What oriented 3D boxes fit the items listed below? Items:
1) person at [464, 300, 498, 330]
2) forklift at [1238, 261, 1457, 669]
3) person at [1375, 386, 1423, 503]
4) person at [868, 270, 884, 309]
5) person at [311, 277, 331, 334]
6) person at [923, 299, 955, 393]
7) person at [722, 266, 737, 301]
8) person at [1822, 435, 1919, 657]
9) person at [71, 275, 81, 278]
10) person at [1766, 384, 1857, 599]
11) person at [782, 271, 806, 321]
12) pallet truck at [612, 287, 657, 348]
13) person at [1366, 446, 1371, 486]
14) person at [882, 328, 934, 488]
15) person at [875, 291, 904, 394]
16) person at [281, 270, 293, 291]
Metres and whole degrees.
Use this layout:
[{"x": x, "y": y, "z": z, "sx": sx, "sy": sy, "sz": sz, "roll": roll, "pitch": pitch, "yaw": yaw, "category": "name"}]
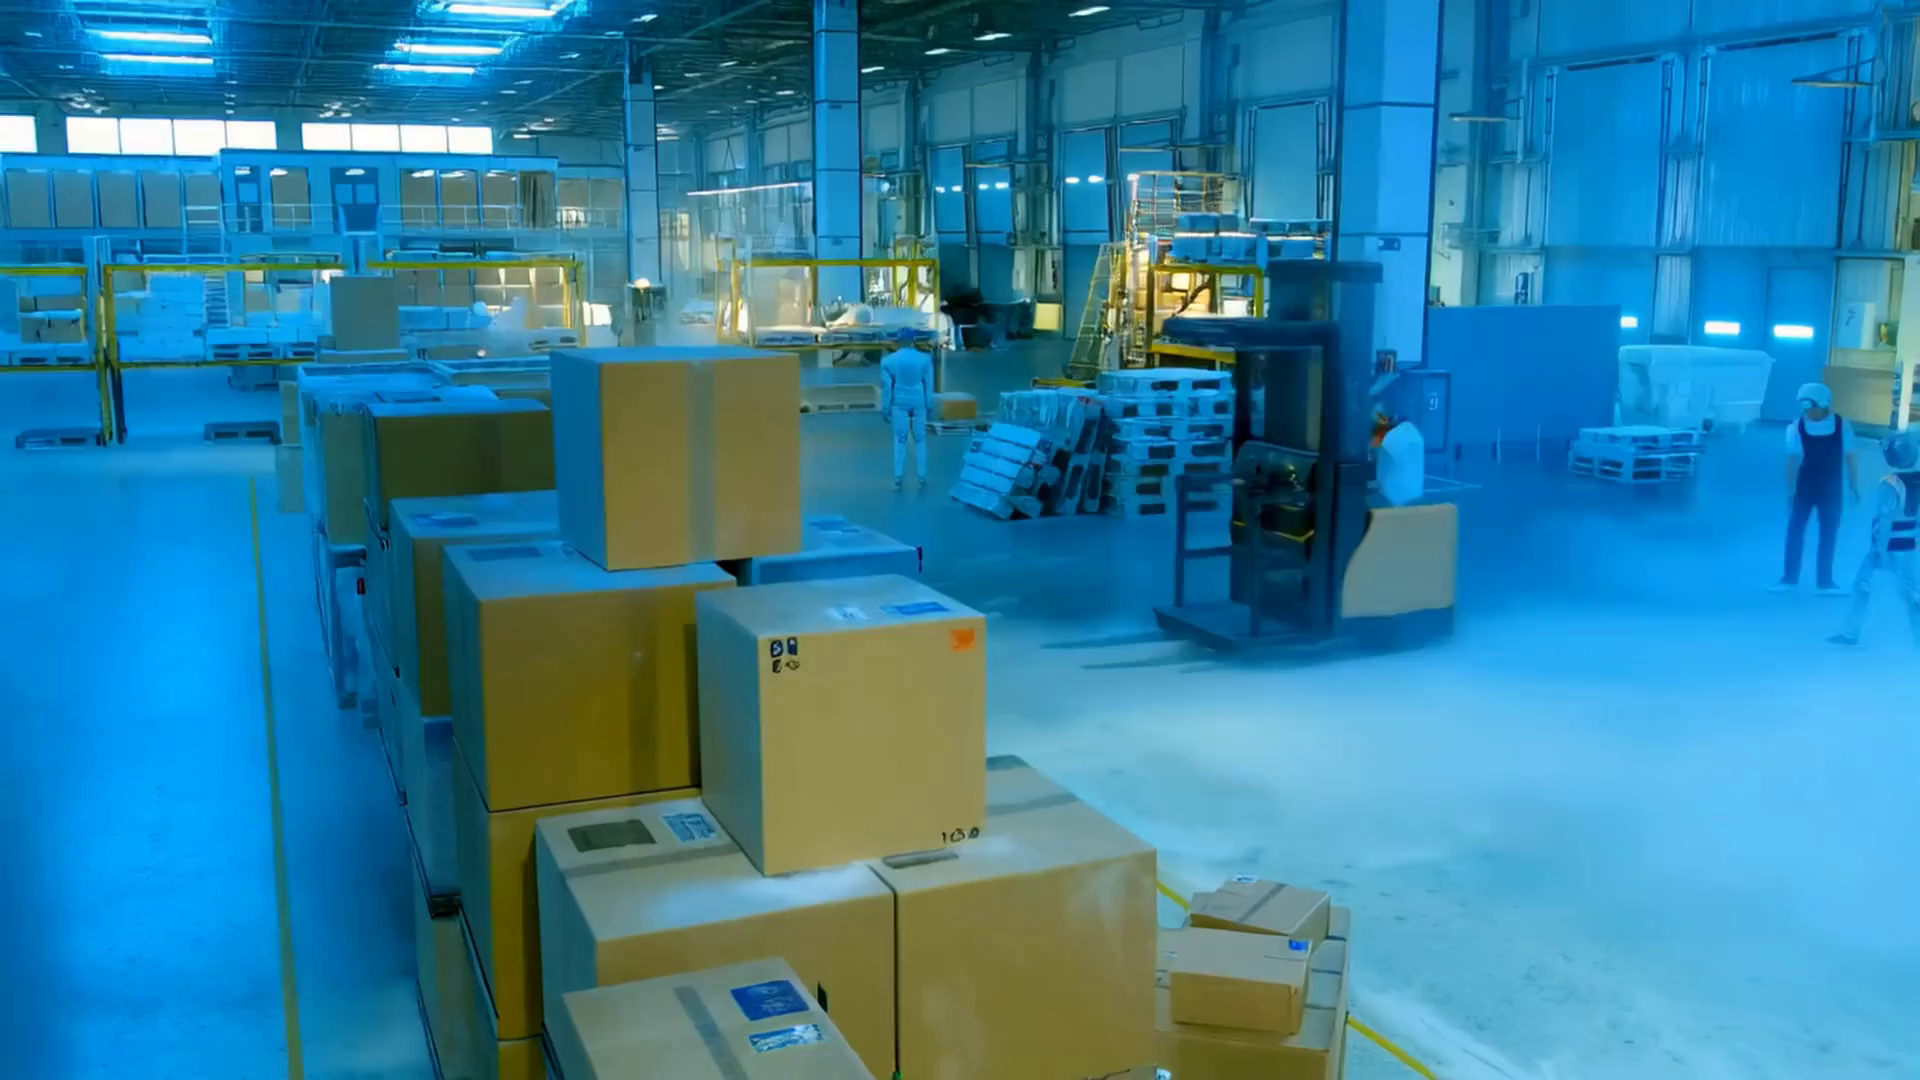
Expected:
[{"x": -8.996, "y": -3.582, "z": 31.295, "sx": 0.634, "sy": 1.841, "sz": 0.429, "roll": -3, "pitch": 11, "yaw": -16, "category": "person"}, {"x": 2.606, "y": -0.620, "z": 12.101, "sx": 1.873, "sy": 2.768, "sz": 1.129, "roll": -5, "pitch": 11, "yaw": -24, "category": "forklift"}, {"x": 3.274, "y": -0.173, "z": 12.301, "sx": 0.508, "sy": 1.918, "sz": 0.628, "roll": 5, "pitch": 12, "yaw": 27, "category": "person"}, {"x": -2.984, "y": -8.686, "z": 59.281, "sx": 0.558, "sy": 1.900, "sz": 0.966, "roll": -1, "pitch": 10, "yaw": -3, "category": "person"}, {"x": -19.172, "y": -6.938, "z": 49.782, "sx": 0.554, "sy": 1.838, "sz": 0.859, "roll": -8, "pitch": 13, "yaw": -36, "category": "person"}, {"x": -0.375, "y": -3.683, "z": 31.874, "sx": 0.580, "sy": 1.846, "sz": 0.963, "roll": -4, "pitch": 11, "yaw": -20, "category": "person"}, {"x": -9.110, "y": -9.833, "z": 65.542, "sx": 0.630, "sy": 1.912, "sz": 0.547, "roll": 7, "pitch": 13, "yaw": 35, "category": "person"}, {"x": 6.758, "y": 0.036, "z": 11.995, "sx": 0.517, "sy": 1.605, "sz": 0.769, "roll": -7, "pitch": 12, "yaw": -34, "category": "person"}, {"x": -24.318, "y": -6.295, "z": 45.818, "sx": 0.466, "sy": 2.002, "sz": 0.628, "roll": -2, "pitch": 10, "yaw": -12, "category": "person"}, {"x": 7.191, "y": -0.397, "z": 13.867, "sx": 0.657, "sy": 1.807, "sz": 0.344, "roll": 2, "pitch": 11, "yaw": 12, "category": "person"}, {"x": -6.066, "y": -8.892, "z": 60.501, "sx": 0.928, "sy": 1.864, "sz": 0.625, "roll": 1, "pitch": 10, "yaw": 5, "category": "person"}, {"x": -6.464, "y": -4.406, "z": 35.401, "sx": 0.823, "sy": 1.965, "sz": 1.885, "roll": 6, "pitch": 12, "yaw": 32, "category": "pallet truck"}, {"x": 3.139, "y": -0.227, "z": 13.187, "sx": 0.492, "sy": 1.712, "sz": 0.847, "roll": -9, "pitch": 14, "yaw": -41, "category": "person"}, {"x": -0.628, "y": -1.582, "z": 20.020, "sx": 0.627, "sy": 1.934, "sz": 0.372, "roll": -1, "pitch": 10, "yaw": -4, "category": "person"}, {"x": -1.353, "y": -3.775, "z": 31.933, "sx": 0.613, "sy": 1.995, "sz": 0.391, "roll": 6, "pitch": 12, "yaw": 32, "category": "person"}, {"x": -22.662, "y": -8.113, "z": 56.025, "sx": 0.669, "sy": 1.925, "sz": 0.642, "roll": -10, "pitch": 14, "yaw": -44, "category": "person"}]
